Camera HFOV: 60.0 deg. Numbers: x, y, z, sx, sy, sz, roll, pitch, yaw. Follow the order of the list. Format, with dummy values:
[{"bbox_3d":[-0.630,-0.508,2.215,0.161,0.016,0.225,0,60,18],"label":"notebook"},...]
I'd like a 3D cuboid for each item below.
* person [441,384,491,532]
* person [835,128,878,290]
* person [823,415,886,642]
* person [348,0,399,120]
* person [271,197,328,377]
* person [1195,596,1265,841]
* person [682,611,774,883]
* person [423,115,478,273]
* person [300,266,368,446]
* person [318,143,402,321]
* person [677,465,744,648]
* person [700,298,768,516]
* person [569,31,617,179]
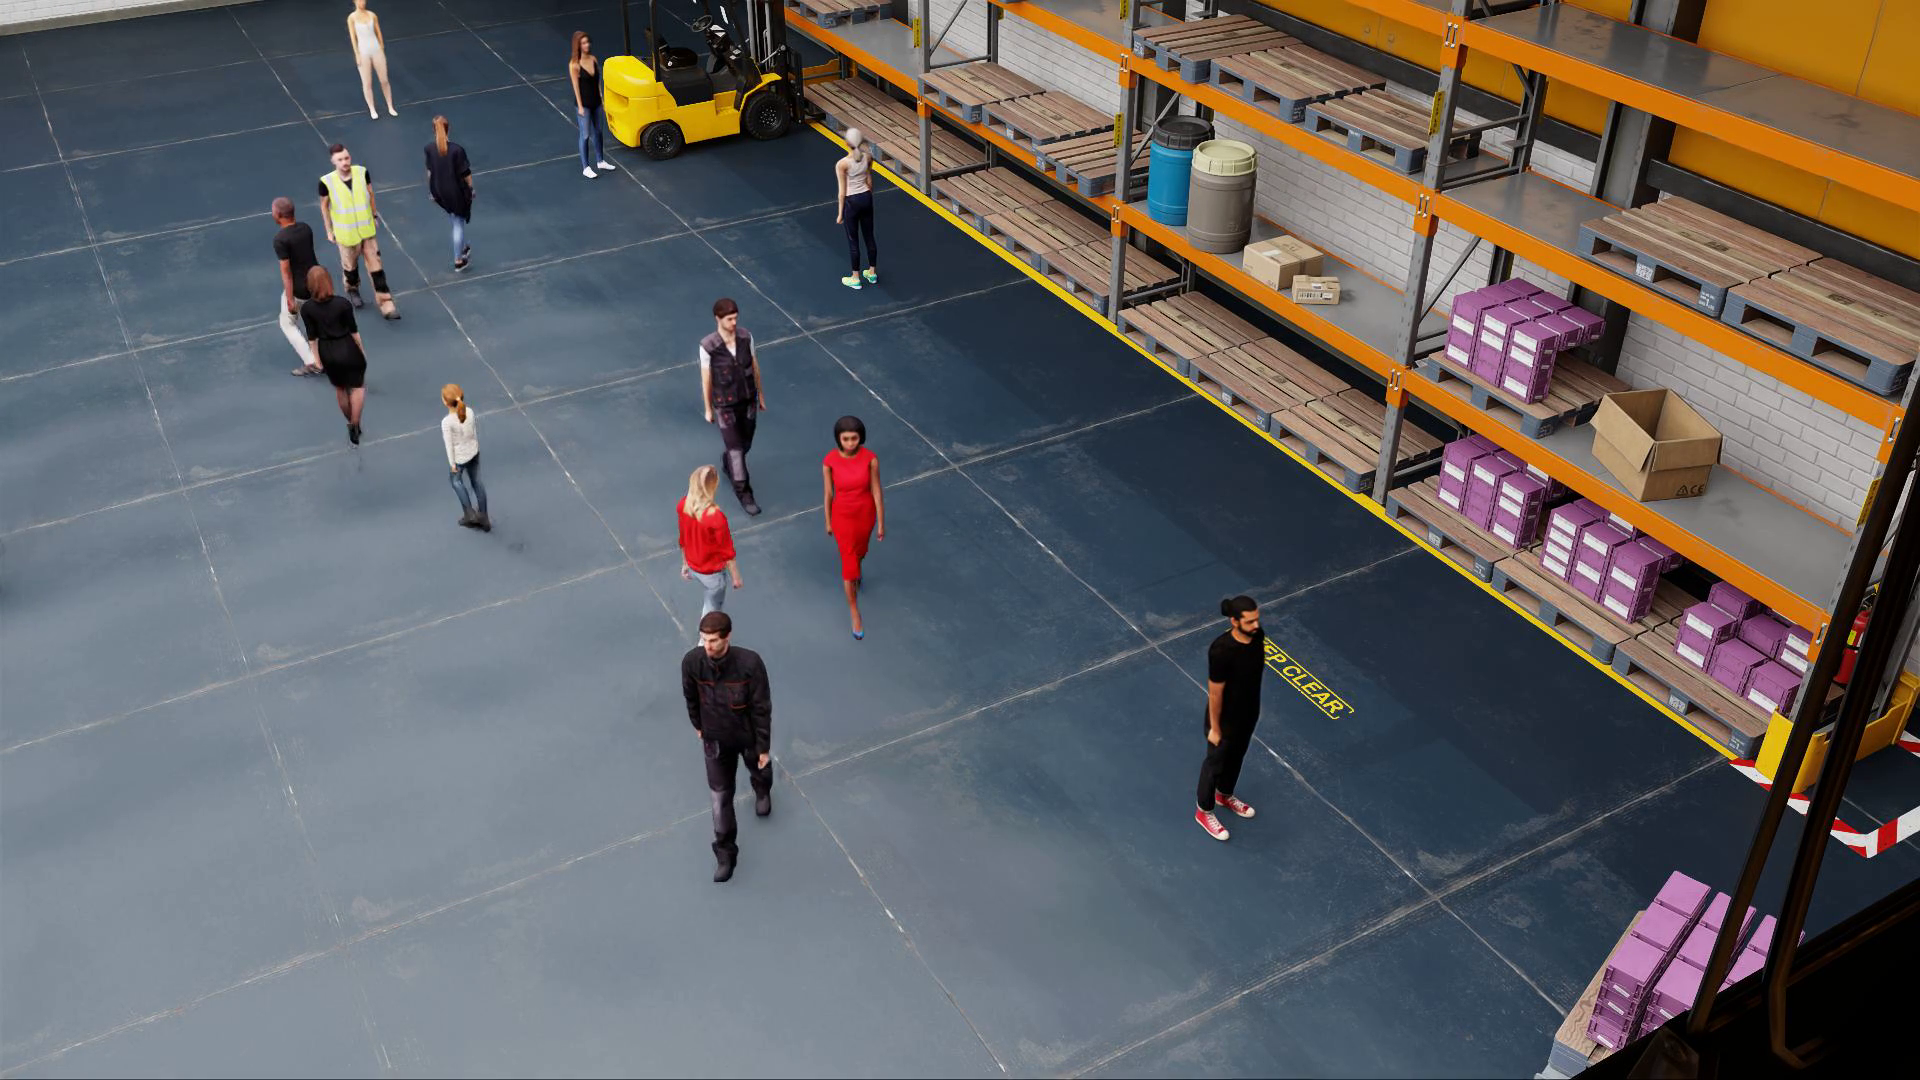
[{"bbox_3d":[-3.969,-0.651,13.484,0.595,1.307,0.540,26,41,33],"label":"person"},{"bbox_3d":[-1.069,-3.464,17.362,0.612,1.701,0.563,-22,39,-29],"label":"person"},{"bbox_3d":[-0.792,-0.186,12.431,0.843,1.699,1.192,-6,34,-9],"label":"person"},{"bbox_3d":[-7.756,-6.369,21.784,0.549,1.642,0.503,-19,38,-26],"label":"person"},{"bbox_3d":[-6.062,-2.322,15.561,0.883,1.792,0.834,11,35,16],"label":"person"},{"bbox_3d":[1.708,1.081,10.471,0.677,1.759,0.695,27,42,34],"label":"person"},{"bbox_3d":[-1.372,1.144,10.347,1.135,1.792,1.311,1,34,2],"label":"person"},{"bbox_3d":[-5.441,-3.651,17.677,0.860,1.663,0.929,5,34,7],"label":"person"},{"bbox_3d":[-5.404,-1.550,14.494,0.778,1.687,0.930,-5,34,-8],"label":"person"},{"bbox_3d":[-6.127,-3.128,16.765,0.797,1.801,1.169,-22,39,-29],"label":"person"},{"bbox_3d":[-1.839,0.253,11.780,0.633,1.688,0.765,23,40,31],"label":"person"},{"bbox_3d":[-1.908,-1.176,13.806,0.744,1.827,1.038,-23,40,-31],"label":"person"},{"bbox_3d":[-4.483,-5.266,20.053,0.671,1.722,0.669,20,39,27],"label":"person"}]
